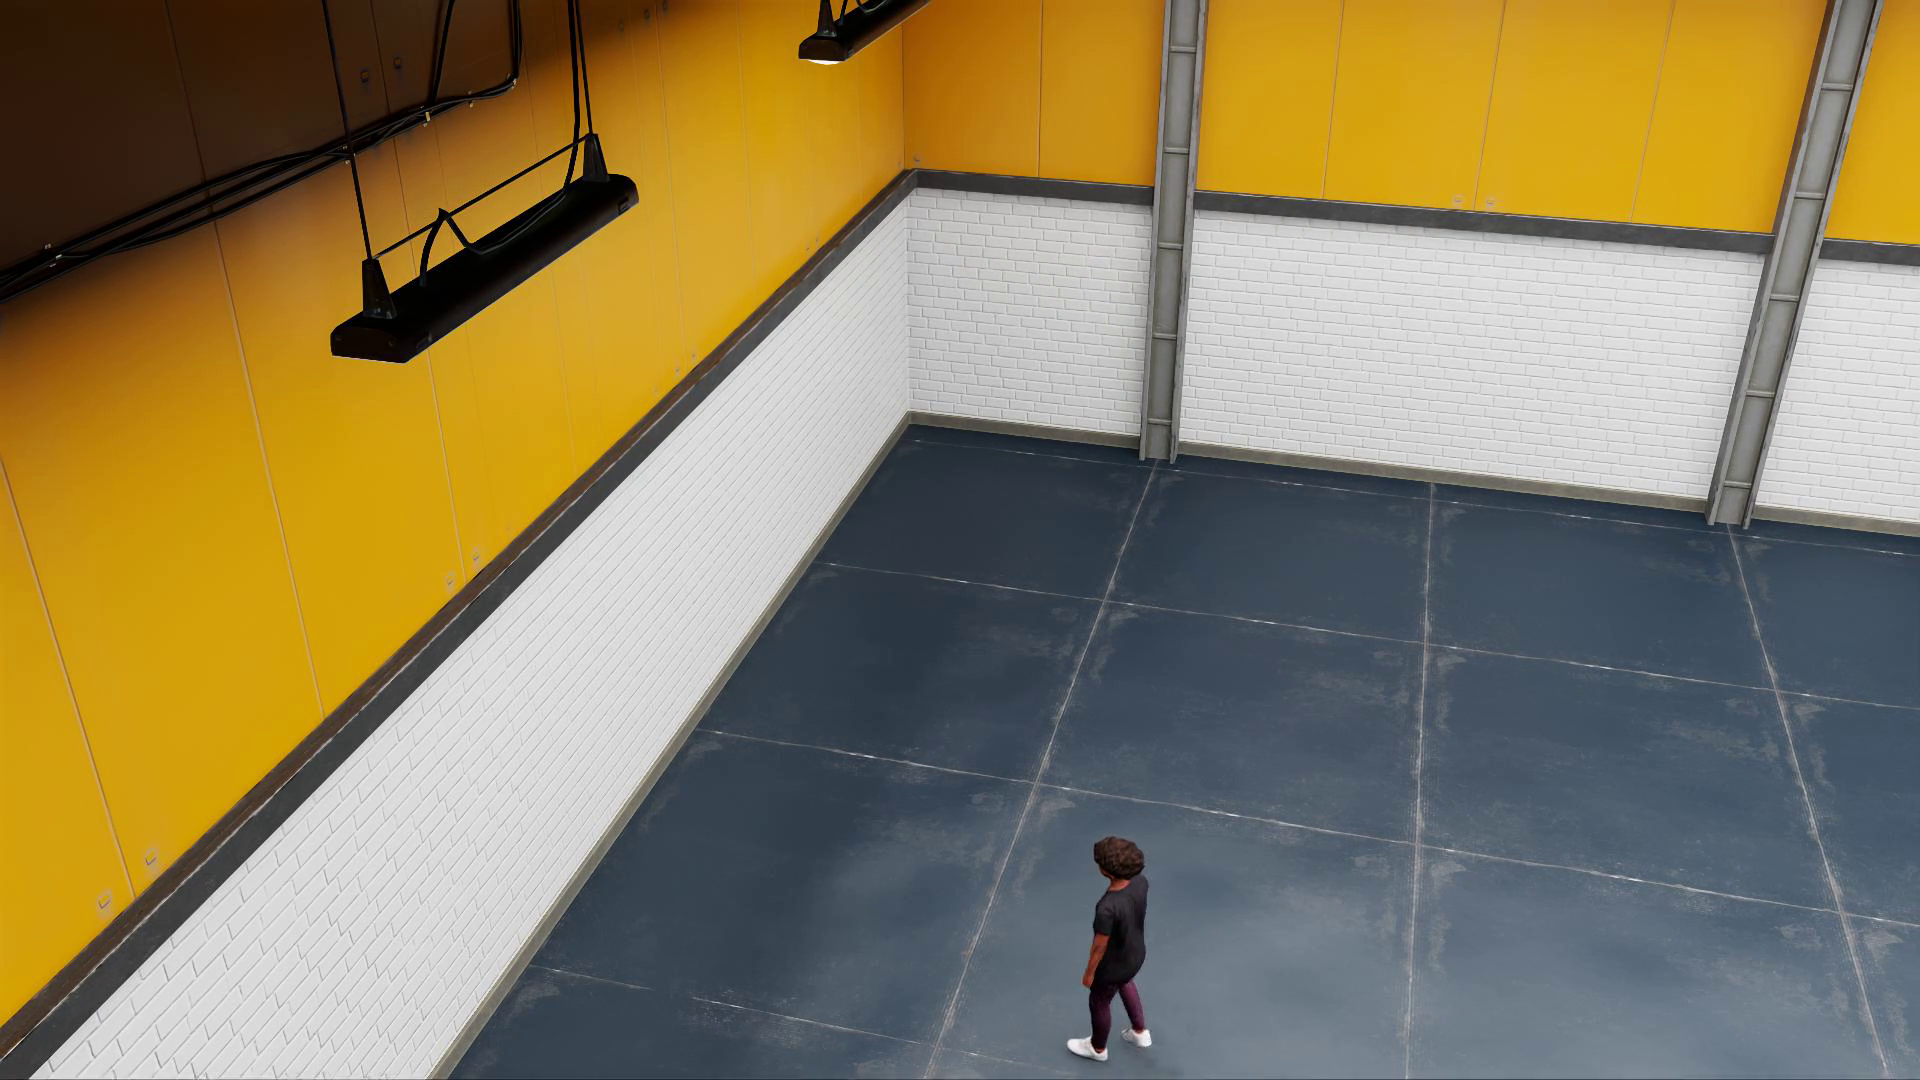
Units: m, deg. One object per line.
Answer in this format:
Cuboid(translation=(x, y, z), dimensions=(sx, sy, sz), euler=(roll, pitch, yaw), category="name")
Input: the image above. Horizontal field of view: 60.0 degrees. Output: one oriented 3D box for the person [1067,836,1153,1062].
Cuboid(translation=(1.028, 2.594, 10.456), dimensions=(0.849, 1.774, 0.797), euler=(19, 34, 31), category="person")
